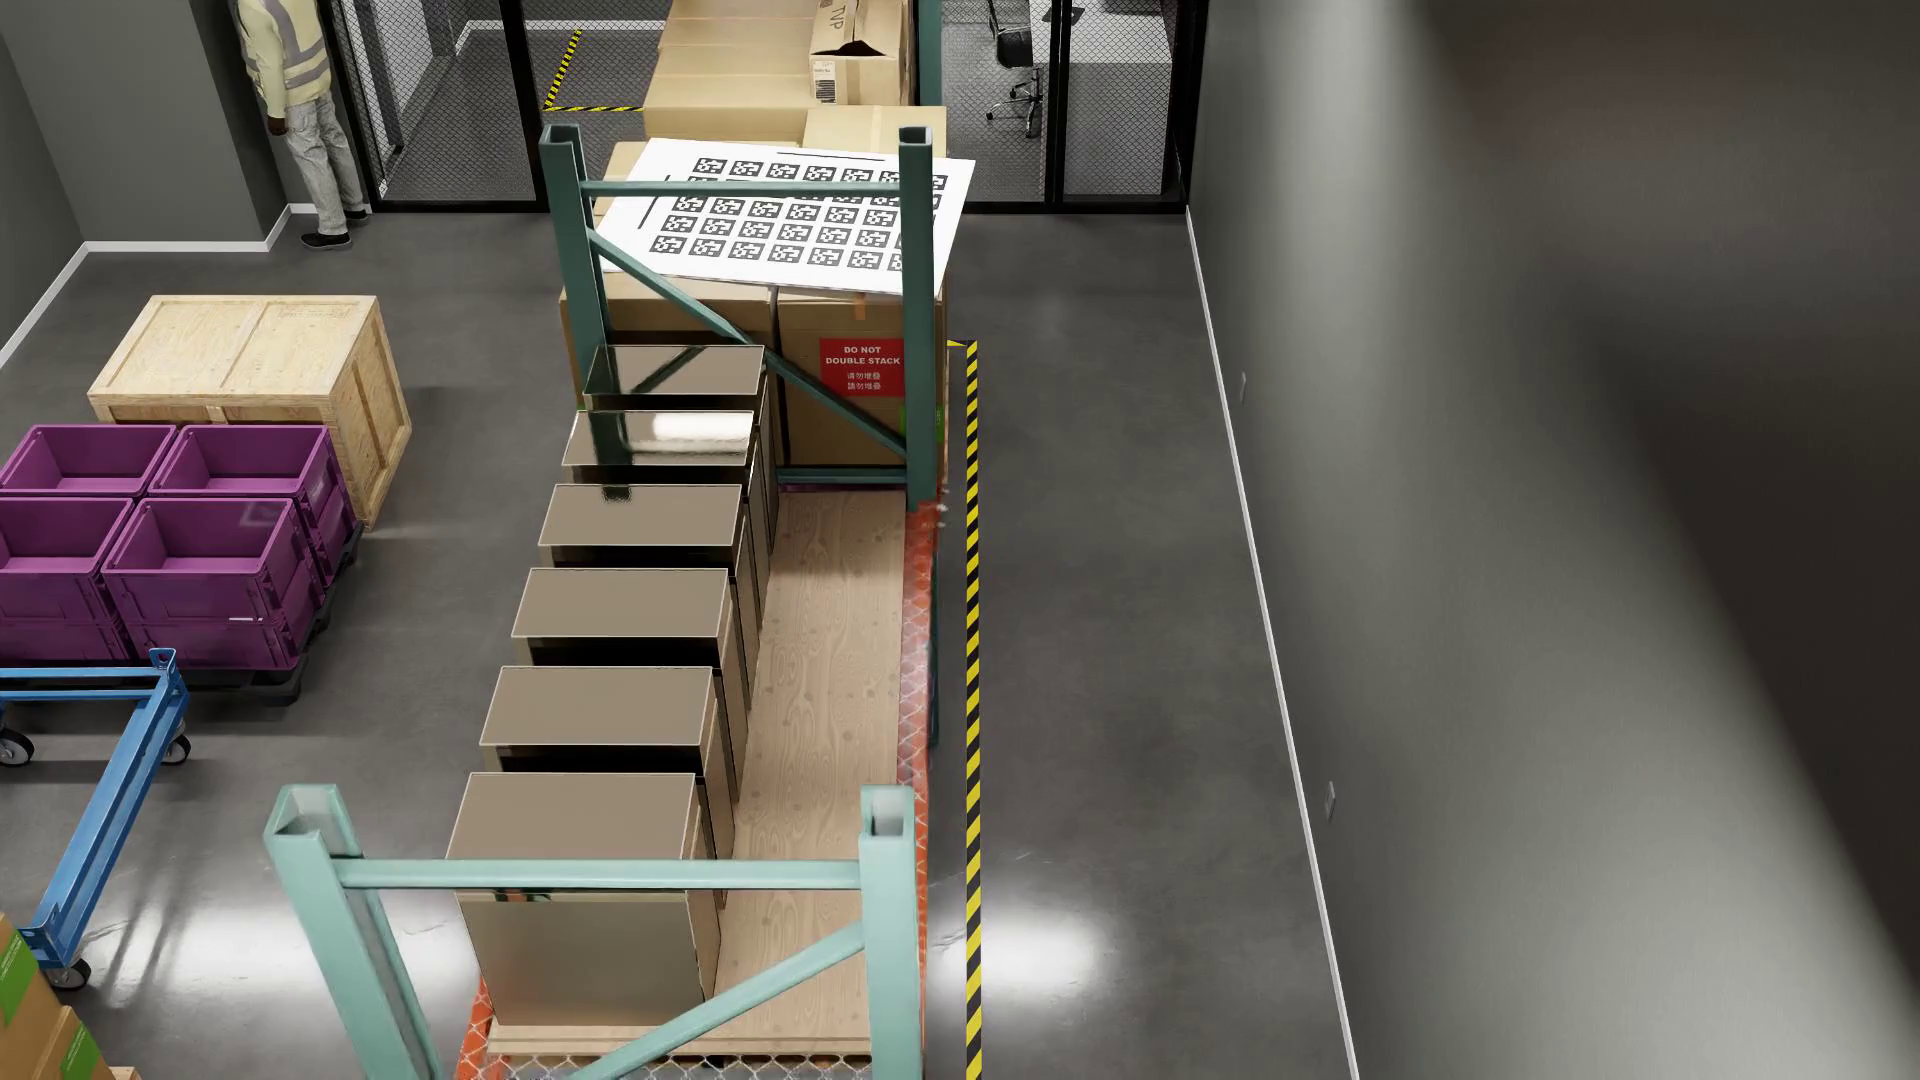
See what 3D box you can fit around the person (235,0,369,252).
[{"bbox_3d":[-3.490,-2.388,8.695,0.403,1.831,0.595,6,42,7],"label":"person"}]
